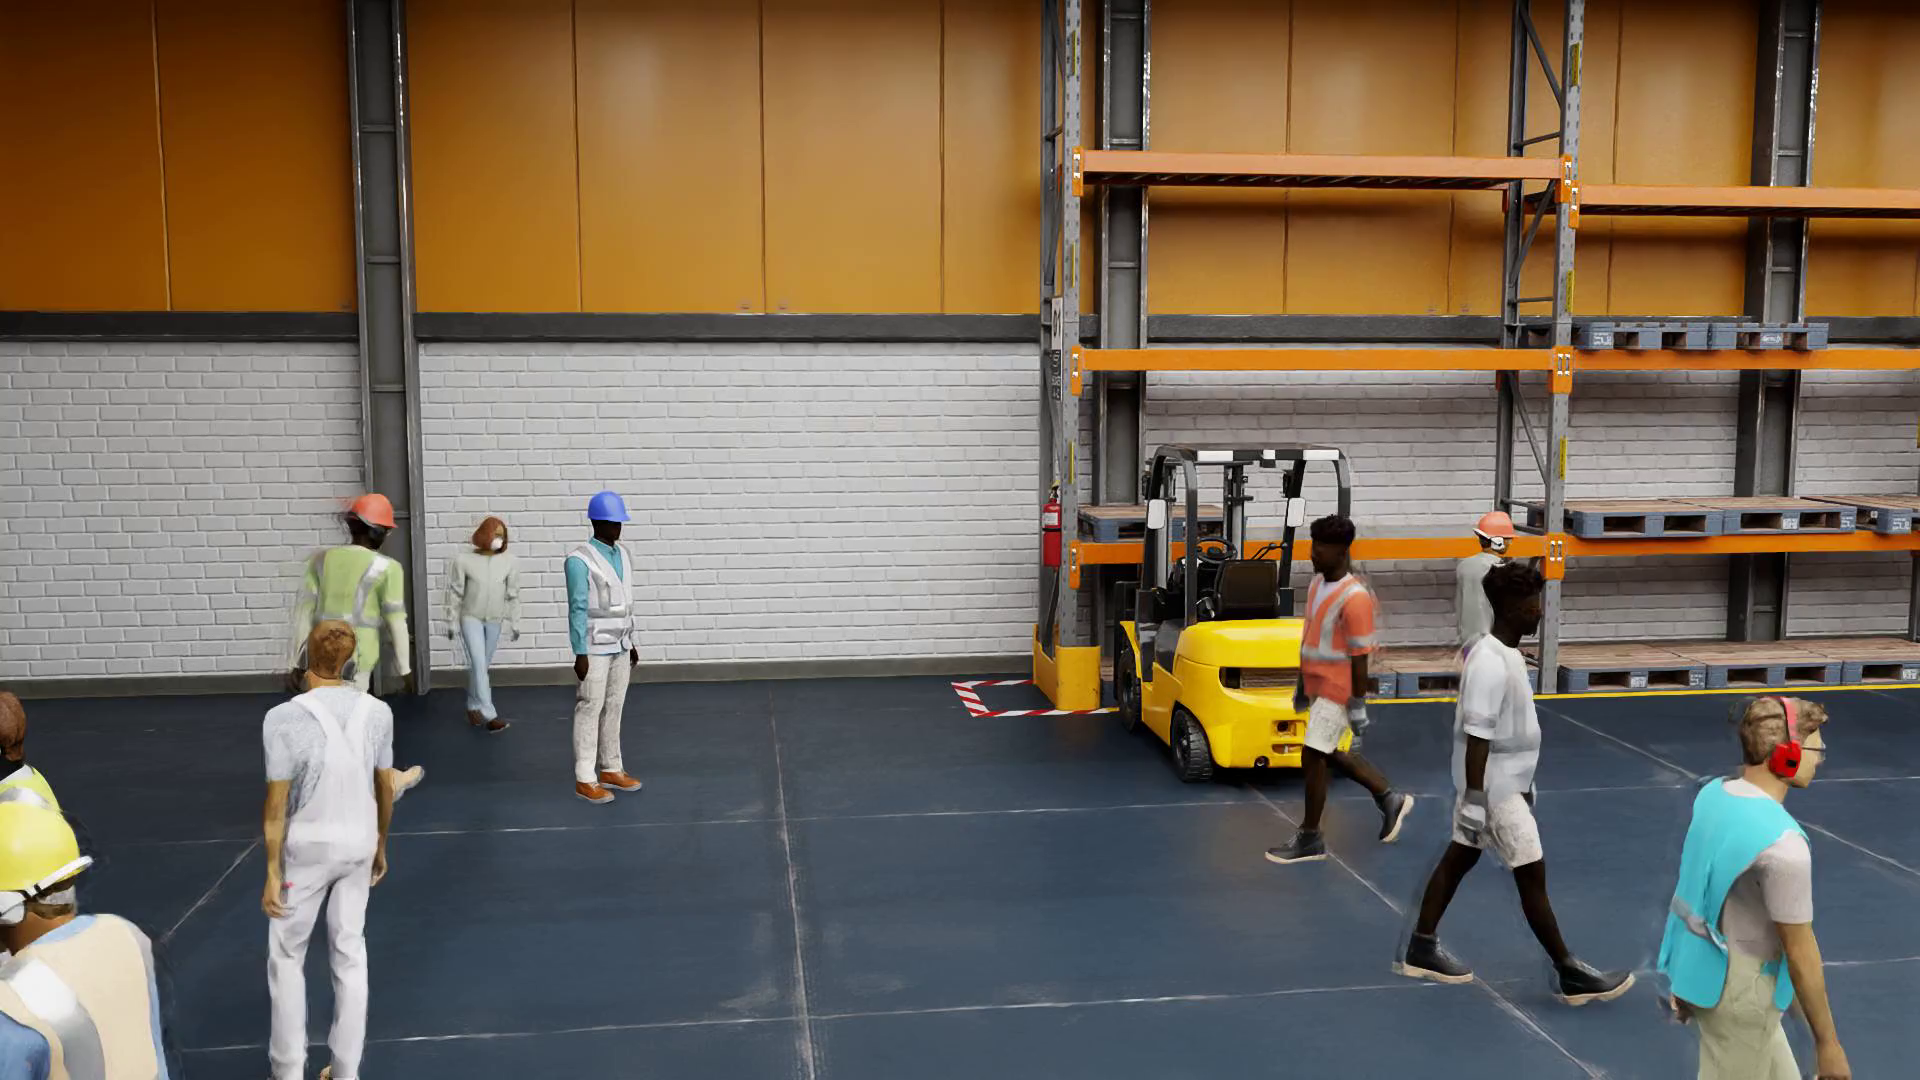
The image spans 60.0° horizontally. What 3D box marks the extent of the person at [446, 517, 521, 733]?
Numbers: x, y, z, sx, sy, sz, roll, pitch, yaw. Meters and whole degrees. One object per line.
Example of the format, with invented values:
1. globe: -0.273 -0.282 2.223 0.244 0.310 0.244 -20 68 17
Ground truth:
1. person: -3.504 0.623 12.285 0.520 1.585 0.795 -5 8 -39

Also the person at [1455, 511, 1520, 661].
1. person: 3.546 0.679 11.116 0.333 1.749 0.574 -2 7 -19

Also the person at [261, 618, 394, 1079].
1. person: -2.371 1.209 6.272 0.474 1.802 0.559 6 9 44

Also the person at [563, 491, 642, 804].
1. person: -2.227 0.658 10.463 0.404 1.945 0.616 3 7 23

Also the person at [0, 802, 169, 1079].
1. person: -2.151 1.491 3.808 0.869 1.791 0.607 0 7 -3

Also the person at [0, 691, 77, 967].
1. person: -2.839 1.345 4.910 0.430 1.845 0.619 -4 8 -34

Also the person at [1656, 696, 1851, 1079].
1. person: 2.381 1.358 4.864 0.677 1.818 0.581 1 7 9

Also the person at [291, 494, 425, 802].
1. person: -3.630 0.711 9.987 0.615 1.946 1.126 2 7 20

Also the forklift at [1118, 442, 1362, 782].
1. forklift: 1.912 0.418 11.496 1.214 2.155 2.313 -1 7 -8

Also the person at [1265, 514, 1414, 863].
1. person: 2.128 0.810 9.202 0.839 1.937 0.610 -1 7 -6

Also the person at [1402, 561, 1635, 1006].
1. person: 2.412 1.043 7.227 0.987 1.909 0.627 2 7 21
